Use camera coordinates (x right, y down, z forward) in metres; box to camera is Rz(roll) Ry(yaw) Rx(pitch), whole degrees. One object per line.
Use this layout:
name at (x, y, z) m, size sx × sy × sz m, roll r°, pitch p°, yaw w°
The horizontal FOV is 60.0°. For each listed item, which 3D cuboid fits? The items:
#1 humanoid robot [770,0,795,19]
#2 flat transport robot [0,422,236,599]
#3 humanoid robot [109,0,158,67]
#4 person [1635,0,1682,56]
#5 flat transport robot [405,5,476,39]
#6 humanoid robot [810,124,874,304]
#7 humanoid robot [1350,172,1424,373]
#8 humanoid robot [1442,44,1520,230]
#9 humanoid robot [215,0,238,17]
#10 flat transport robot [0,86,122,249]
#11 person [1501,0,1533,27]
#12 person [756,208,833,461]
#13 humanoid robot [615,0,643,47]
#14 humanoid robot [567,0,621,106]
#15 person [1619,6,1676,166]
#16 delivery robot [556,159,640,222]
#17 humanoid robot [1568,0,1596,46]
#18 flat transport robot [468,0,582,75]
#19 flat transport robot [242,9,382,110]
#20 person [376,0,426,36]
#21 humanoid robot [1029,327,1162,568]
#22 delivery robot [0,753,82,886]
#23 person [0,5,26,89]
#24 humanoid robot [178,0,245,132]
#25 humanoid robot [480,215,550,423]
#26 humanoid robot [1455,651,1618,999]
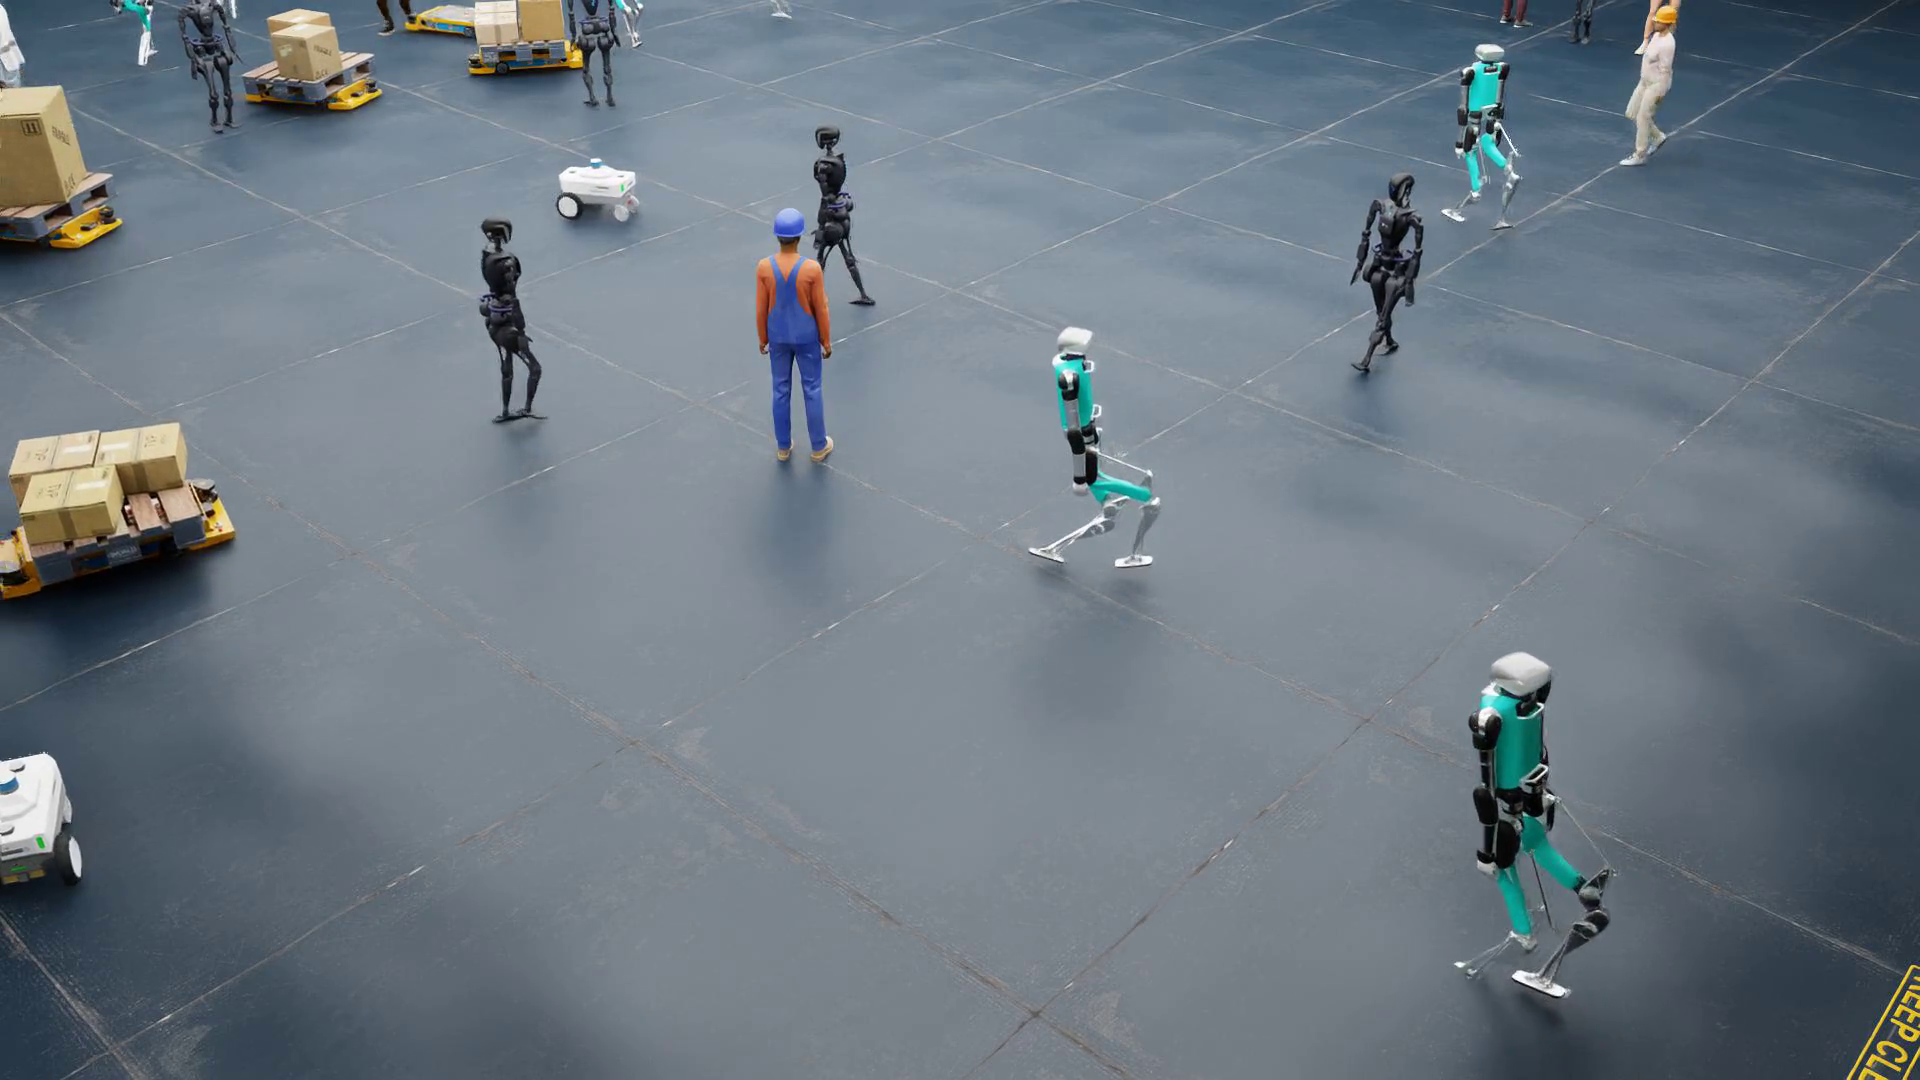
humanoid robot at (-2.451, -7.834, 22.446) m, size 0.772 × 1.855 × 0.541 m, roll 10°, pitch 33°, yaw 16°
flat transport robot at (-5.706, -0.029, 11.200) m, size 1.431 × 0.231 × 0.659 m, roll -18°, pitch 36°, yaw -27°
humanoid robot at (-10.189, -6.720, 20.570) m, size 0.548 × 1.710 × 1.004 m, roll -1°, pitch 32°, yaw -2°
person at (8.963, -7.040, 20.969) m, size 0.525 × 1.872 × 0.363 m, roll 16°, pitch 35°, yaw 24°
flat transport robot at (-6.685, -6.973, 22.383) m, size 1.431 × 0.231 × 0.659 m, roll 12°, pitch 34°, yaw 19°
humanoid robot at (-1.125, -2.790, 14.343) m, size 0.746 × 1.627 × 0.589 m, roll 5°, pitch 32°, yaw 8°
humanoid robot at (3.408, -2.152, 13.316) m, size 0.786 × 1.625 × 0.603 m, roll -24°, pitch 39°, yaw -33°
humanoid robot at (5.108, -3.738, 15.822) m, size 0.535 × 1.775 × 0.997 m, roll -14°, pitch 35°, yaw -22°
humanoid robot at (-10.143, -7.990, 22.678) m, size 0.555 × 1.822 × 0.761 m, roll -11°, pitch 33°, yaw -17°
flat transport robot at (-8.955, -3.081, 16.115) m, size 1.431 × 0.231 × 0.659 m, roll 7°, pitch 32°, yaw 11°
person at (7.605, -7.822, 22.295) m, size 0.381 × 1.806 × 0.551 m, roll -16°, pitch 35°, yaw -24°
person at (-1.189, -1.460, 11.950) m, size 0.529 × 1.908 × 0.371 m, roll 3°, pitch 32°, yaw 5°
humanoid robot at (-4.361, -7.262, 21.541) m, size 0.561 × 1.869 × 0.856 m, roll -26°, pitch 40°, yaw -35°
humanoid robot at (-4.237, -5.870, 19.272) m, size 0.600 × 1.642 × 0.344 m, roll -16°, pitch 35°, yaw -24°
person at (7.309, -4.769, 17.485) m, size 0.446 × 1.680 × 0.489 m, roll 2°, pitch 32°, yaw 3°
delivery robot at (-3.591, -3.479, 16.481) m, size 0.793 × 0.590 × 0.499 m, roll 7°, pitch 33°, yaw 11°
humanoid robot at (8.131, -7.234, 21.465) m, size 0.355 × 1.645 × 0.597 m, roll -28°, pitch 41°, yaw -37°
flat transport robot at (-5.462, -6.117, 21.003) m, size 1.431 × 0.231 × 0.659 m, roll -7°, pitch 33°, yaw -11°
flat transport robot at (-7.682, -5.332, 19.740) m, size 1.431 × 0.231 × 0.659 m, roll 9°, pitch 33°, yaw 14°
person at (-7.560, -7.619, 21.864) m, size 0.815 × 1.917 × 0.369 m, roll -7°, pitch 33°, yaw -12°
humanoid robot at (0.973, -0.507, 10.619) m, size 1.032 × 1.749 × 0.538 m, roll 4°, pitch 32°, yaw 6°
delivery robot at (-4.819, 1.463, 8.534) m, size 0.499 × 0.602 × 0.795 m, roll -11°, pitch 33°, yaw -17°
person at (-10.163, -5.031, 17.715) m, size 0.500 × 1.903 × 0.594 m, roll -3°, pitch 32°, yaw -5°
humanoid robot at (-8.317, -5.397, 18.516) m, size 0.328 × 1.652 × 0.589 m, roll 26°, pitch 40°, yaw 35°
humanoid robot at (-3.400, -1.657, 12.494) m, size 0.430 × 1.646 × 0.595 m, roll -19°, pitch 37°, yaw -28°
humanoid robot at (2.667, 1.409, 7.509) m, size 0.543 × 1.769 × 0.919 m, roll -27°, pitch 41°, yaw -36°
